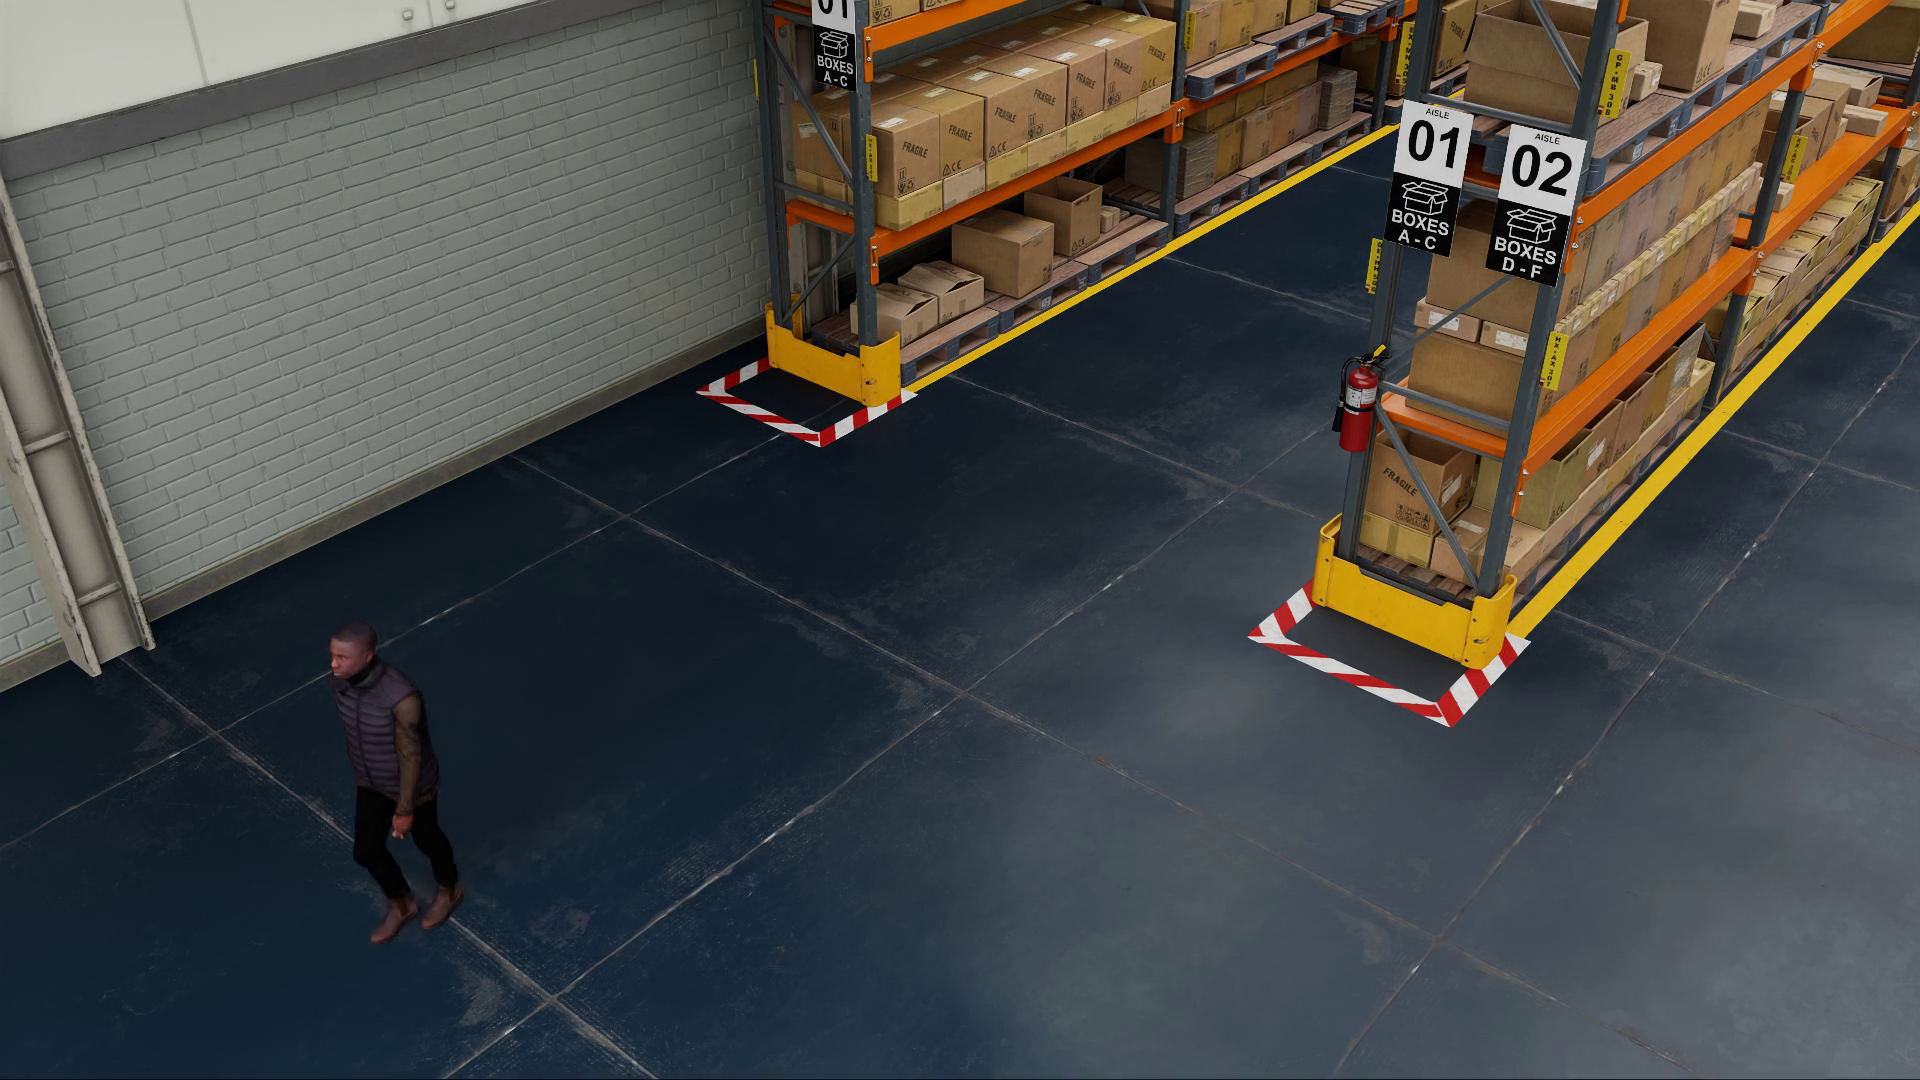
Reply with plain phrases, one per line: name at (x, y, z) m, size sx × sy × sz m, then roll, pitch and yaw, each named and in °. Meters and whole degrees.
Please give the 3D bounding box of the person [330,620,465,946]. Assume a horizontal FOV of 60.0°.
person at (-2.542, 1.074, 7.725) m, size 0.780 × 1.817 × 0.797 m, roll 15°, pitch 36°, yaw 21°
